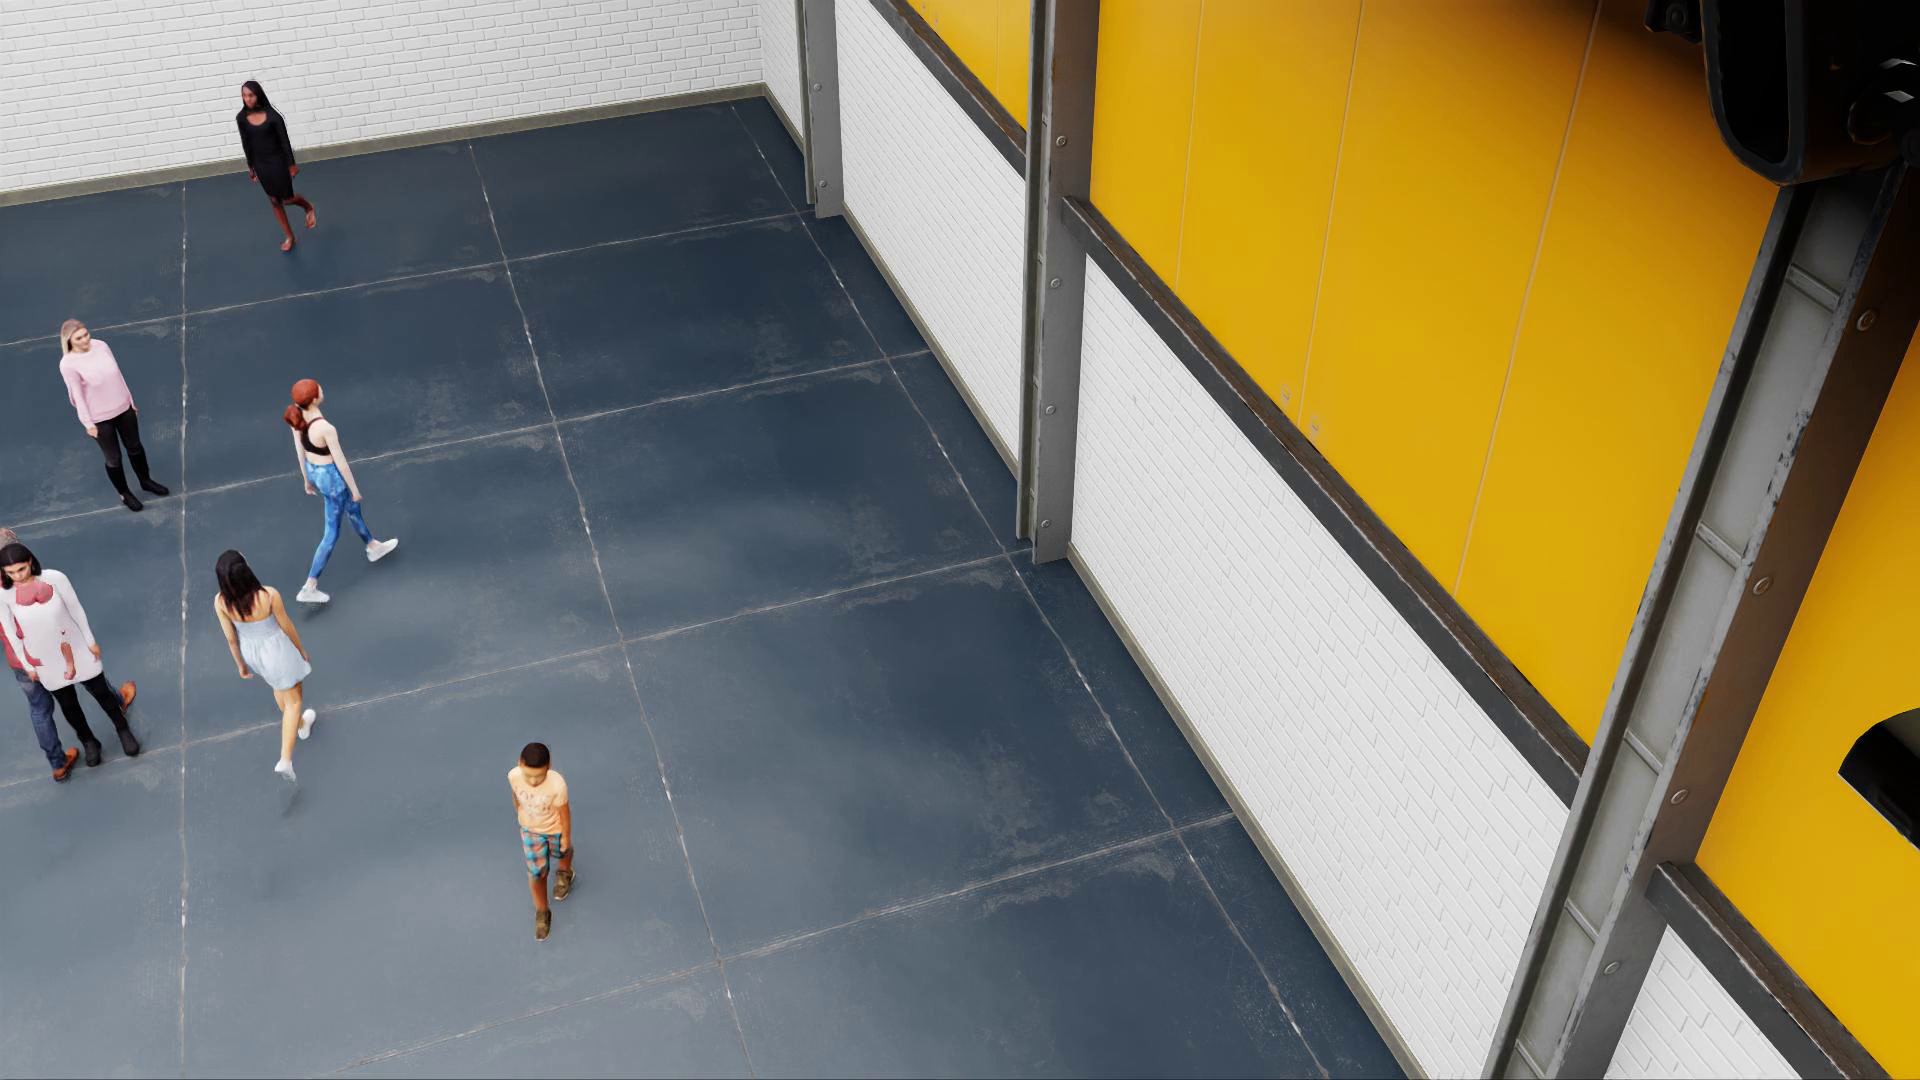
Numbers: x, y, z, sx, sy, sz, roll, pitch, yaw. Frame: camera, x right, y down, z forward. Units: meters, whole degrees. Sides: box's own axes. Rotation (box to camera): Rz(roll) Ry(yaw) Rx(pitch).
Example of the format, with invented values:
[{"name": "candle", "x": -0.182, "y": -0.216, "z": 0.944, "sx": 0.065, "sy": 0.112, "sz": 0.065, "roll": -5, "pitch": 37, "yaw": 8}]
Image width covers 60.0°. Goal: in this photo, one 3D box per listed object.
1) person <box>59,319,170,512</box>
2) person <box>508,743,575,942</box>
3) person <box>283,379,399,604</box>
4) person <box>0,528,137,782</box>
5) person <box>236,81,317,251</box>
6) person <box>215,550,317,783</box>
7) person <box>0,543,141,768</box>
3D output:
[{"name": "person", "x": -6.646, "y": -1.002, "z": 12.947, "sx": 0.740, "sy": 1.684, "sz": 0.685, "roll": 18, "pitch": 42, "yaw": 21}, {"name": "person", "x": -2.455, "y": 1.638, "z": 9.848, "sx": 0.692, "sy": 1.426, "sz": 0.884, "roll": 5, "pitch": 39, "yaw": 6}, {"name": "person", "x": -4.636, "y": -0.327, "z": 12.055, "sx": 1.166, "sy": 1.744, "sz": 1.147, "roll": 22, "pitch": 43, "yaw": 25}, {"name": "person", "x": -5.916, "y": 0.784, "z": 10.623, "sx": 0.928, "sy": 1.793, "sz": 1.185, "roll": -1, "pitch": 39, "yaw": -1}, {"name": "person", "x": -6.709, "y": -3.712, "z": 16.318, "sx": 0.787, "sy": 1.714, "sz": 0.878, "roll": 4, "pitch": 39, "yaw": 5}, {"name": "person", "x": -4.435, "y": 0.807, "z": 10.662, "sx": 0.775, "sy": 1.709, "sz": 1.112, "roll": -4, "pitch": 39, "yaw": -5}, {"name": "person", "x": -5.779, "y": 0.712, "z": 10.705, "sx": 0.647, "sy": 1.805, "sz": 0.593, "roll": -20, "pitch": 43, "yaw": -23}]
